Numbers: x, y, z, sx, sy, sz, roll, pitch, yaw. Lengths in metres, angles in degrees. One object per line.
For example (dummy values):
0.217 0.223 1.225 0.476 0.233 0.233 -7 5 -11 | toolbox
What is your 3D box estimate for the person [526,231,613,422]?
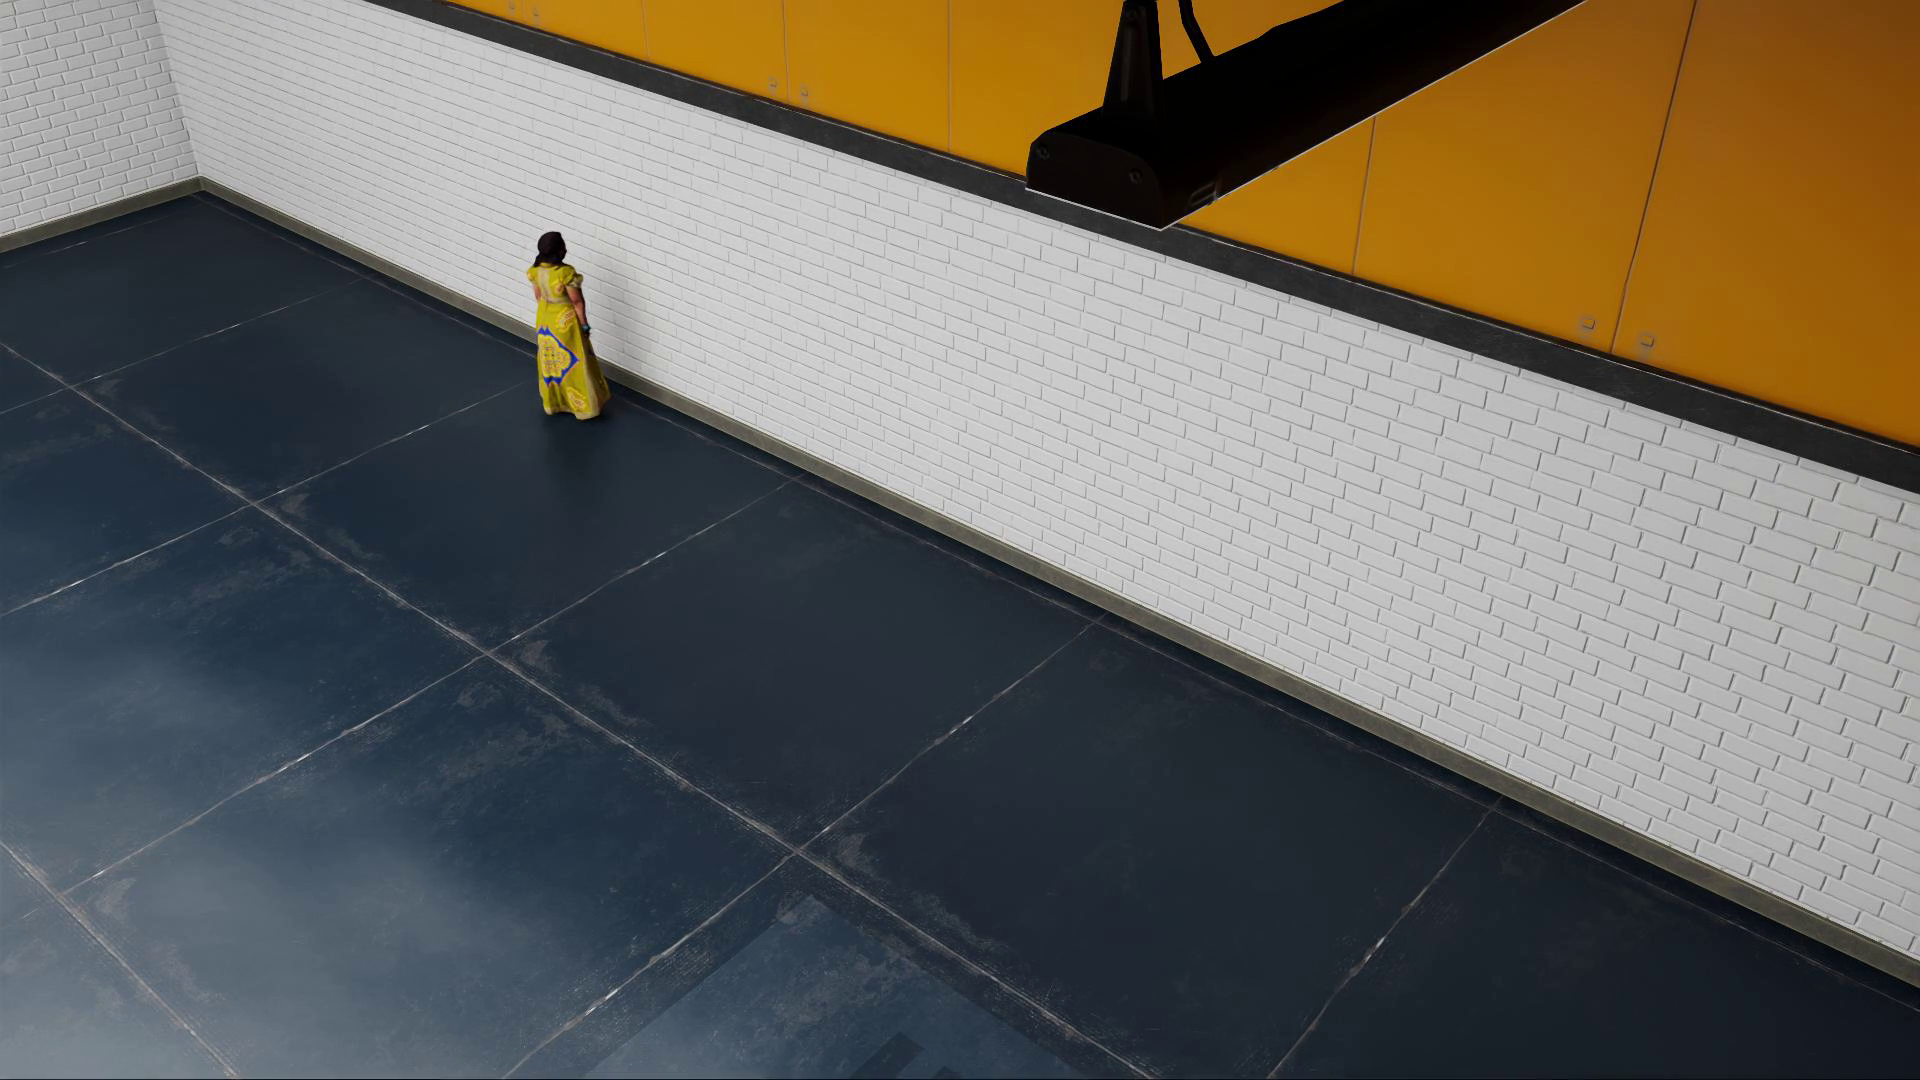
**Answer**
-3.309 -1.788 13.855 0.928 1.659 0.874 15 36 21 | person
